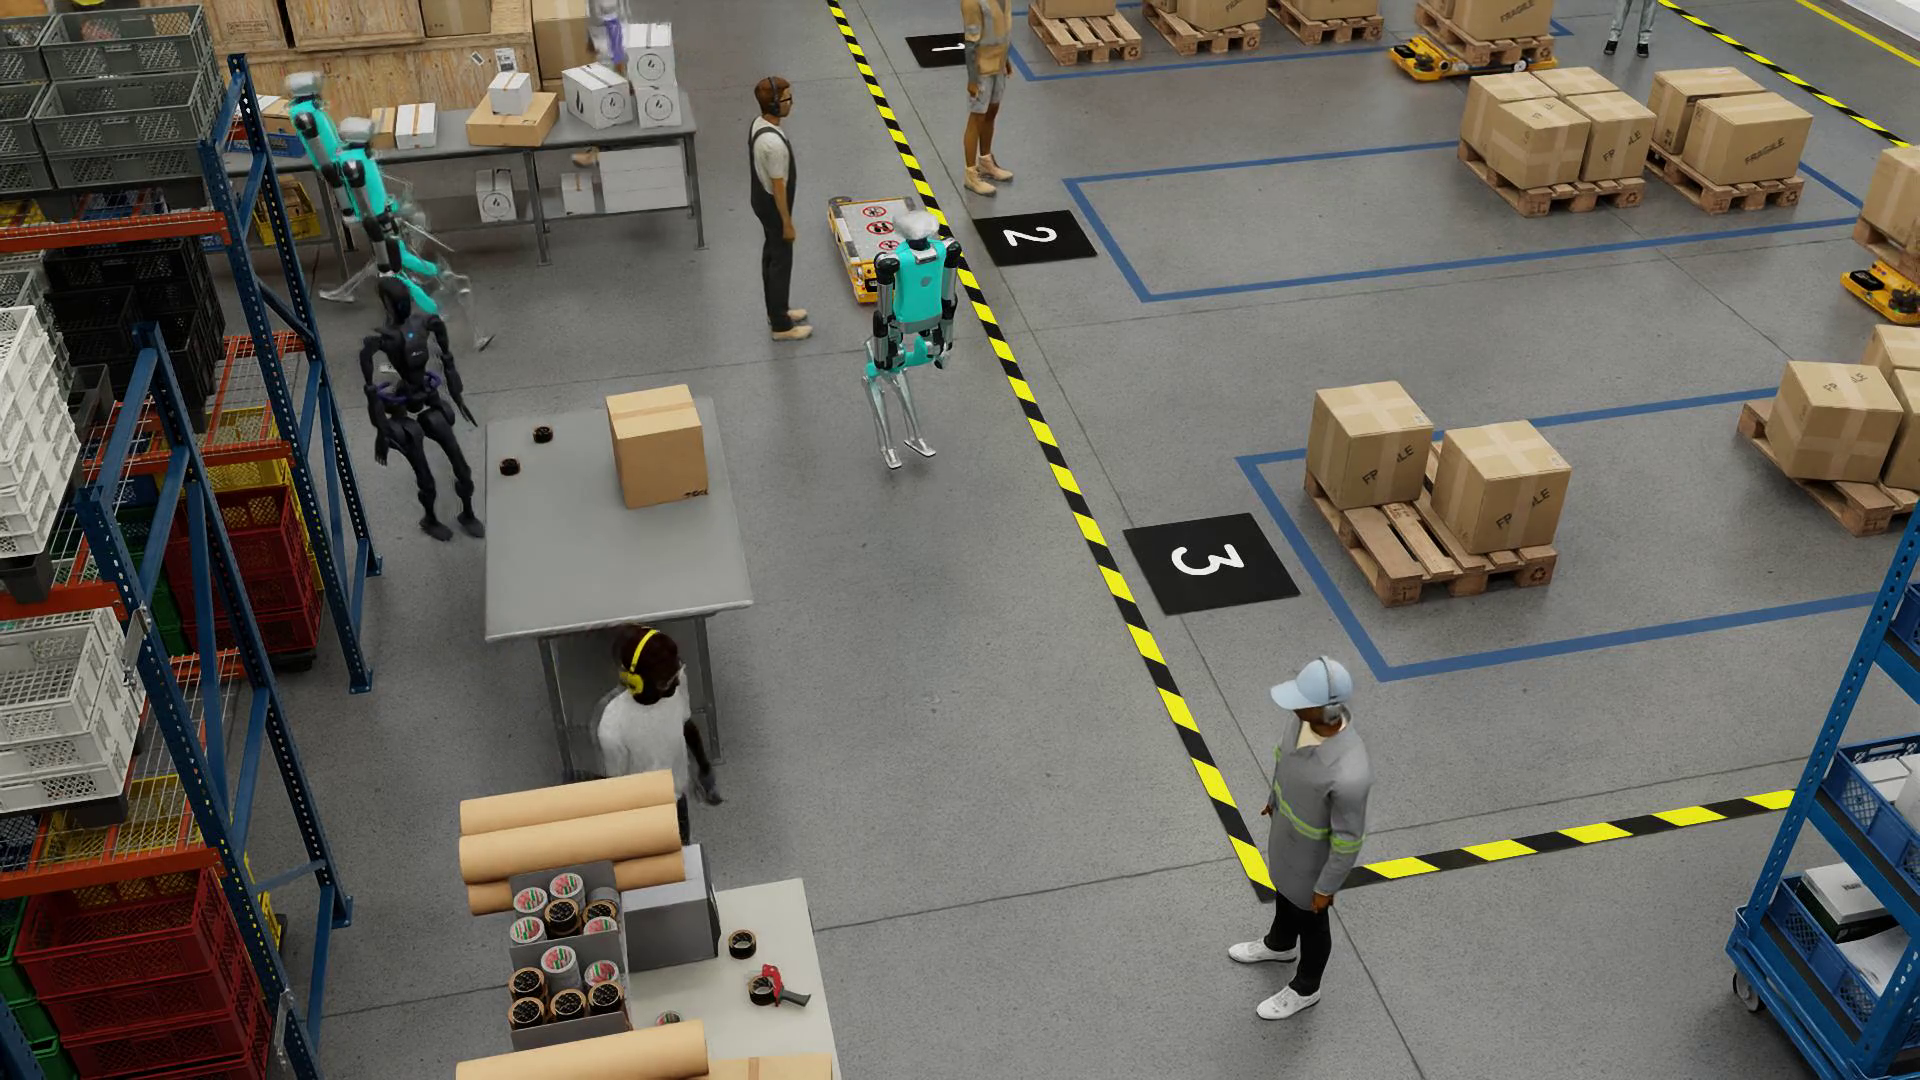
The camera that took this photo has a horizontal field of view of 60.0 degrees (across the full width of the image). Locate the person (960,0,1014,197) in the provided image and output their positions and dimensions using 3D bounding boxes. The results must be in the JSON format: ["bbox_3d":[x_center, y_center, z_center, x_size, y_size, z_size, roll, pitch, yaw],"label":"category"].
[{"bbox_3d":[0.253,-3.740,13.106,0.406,2.030,0.607,19,41,24],"label":"person"}]

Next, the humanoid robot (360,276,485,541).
[{"bbox_3d":[-2.996,-0.686,9.290,0.459,1.641,0.610,29,46,33],"label":"humanoid robot"}]

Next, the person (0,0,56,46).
[{"bbox_3d":[-7.965,-4.443,14.135,0.545,1.929,0.381,-17,40,-22],"label":"person"}]

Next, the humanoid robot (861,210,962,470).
[{"bbox_3d":[-0.361,-1.247,9.891,0.533,1.673,0.735,-19,41,-23],"label":"humanoid robot"}]

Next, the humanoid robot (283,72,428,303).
[{"bbox_3d":[-4.116,-2.437,11.610,0.999,1.730,0.531,-12,38,-16],"label":"humanoid robot"}]

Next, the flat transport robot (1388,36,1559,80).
[{"bbox_3d":[4.864,-4.615,15.733,1.431,0.197,0.652,-8,37,-10],"label":"flat transport robot"}]

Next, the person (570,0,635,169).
[{"bbox_3d":[-2.934,-4.008,13.472,0.873,2.017,0.657,-8,37,-11],"label":"person"}]

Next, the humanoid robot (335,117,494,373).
[{"bbox_3d":[-3.520,-1.937,10.968,0.932,1.790,0.550,-8,37,-11],"label":"humanoid robot"}]

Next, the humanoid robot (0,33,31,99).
[{"bbox_3d":[-7.452,-3.430,12.994,0.593,1.633,0.633,-7,37,-9],"label":"humanoid robot"}]

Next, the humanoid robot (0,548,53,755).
[{"bbox_3d":[-4.698,0.435,7.827,0.804,1.887,0.543,7,37,10],"label":"humanoid robot"}]

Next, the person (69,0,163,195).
[{"bbox_3d":[-6.606,-3.517,13.035,0.547,1.755,0.410,18,40,22],"label":"person"}]

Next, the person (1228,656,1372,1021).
[{"bbox_3d":[1.346,1.187,6.632,0.396,1.850,0.596,-8,37,-10],"label":"person"}]

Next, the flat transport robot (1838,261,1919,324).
[{"bbox_3d":[7.225,-1.874,12.049,1.431,0.197,0.652,-8,37,-10],"label":"flat transport robot"}]

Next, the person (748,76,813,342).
[{"bbox_3d":[-1.228,-2.225,11.234,0.350,1.841,0.507,-10,38,-13],"label":"person"}]

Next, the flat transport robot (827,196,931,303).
[{"bbox_3d":[-0.570,-2.220,12.538,0.659,0.231,1.431,-8,37,-10],"label":"flat transport robot"}]

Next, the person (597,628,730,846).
[{"bbox_3d":[-1.160,1.097,6.749,0.499,1.851,0.542,16,40,21],"label":"person"}]

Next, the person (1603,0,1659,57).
[{"bbox_3d":[6.465,-5.459,15.575,0.591,1.837,0.404,10,38,13],"label":"person"}]
